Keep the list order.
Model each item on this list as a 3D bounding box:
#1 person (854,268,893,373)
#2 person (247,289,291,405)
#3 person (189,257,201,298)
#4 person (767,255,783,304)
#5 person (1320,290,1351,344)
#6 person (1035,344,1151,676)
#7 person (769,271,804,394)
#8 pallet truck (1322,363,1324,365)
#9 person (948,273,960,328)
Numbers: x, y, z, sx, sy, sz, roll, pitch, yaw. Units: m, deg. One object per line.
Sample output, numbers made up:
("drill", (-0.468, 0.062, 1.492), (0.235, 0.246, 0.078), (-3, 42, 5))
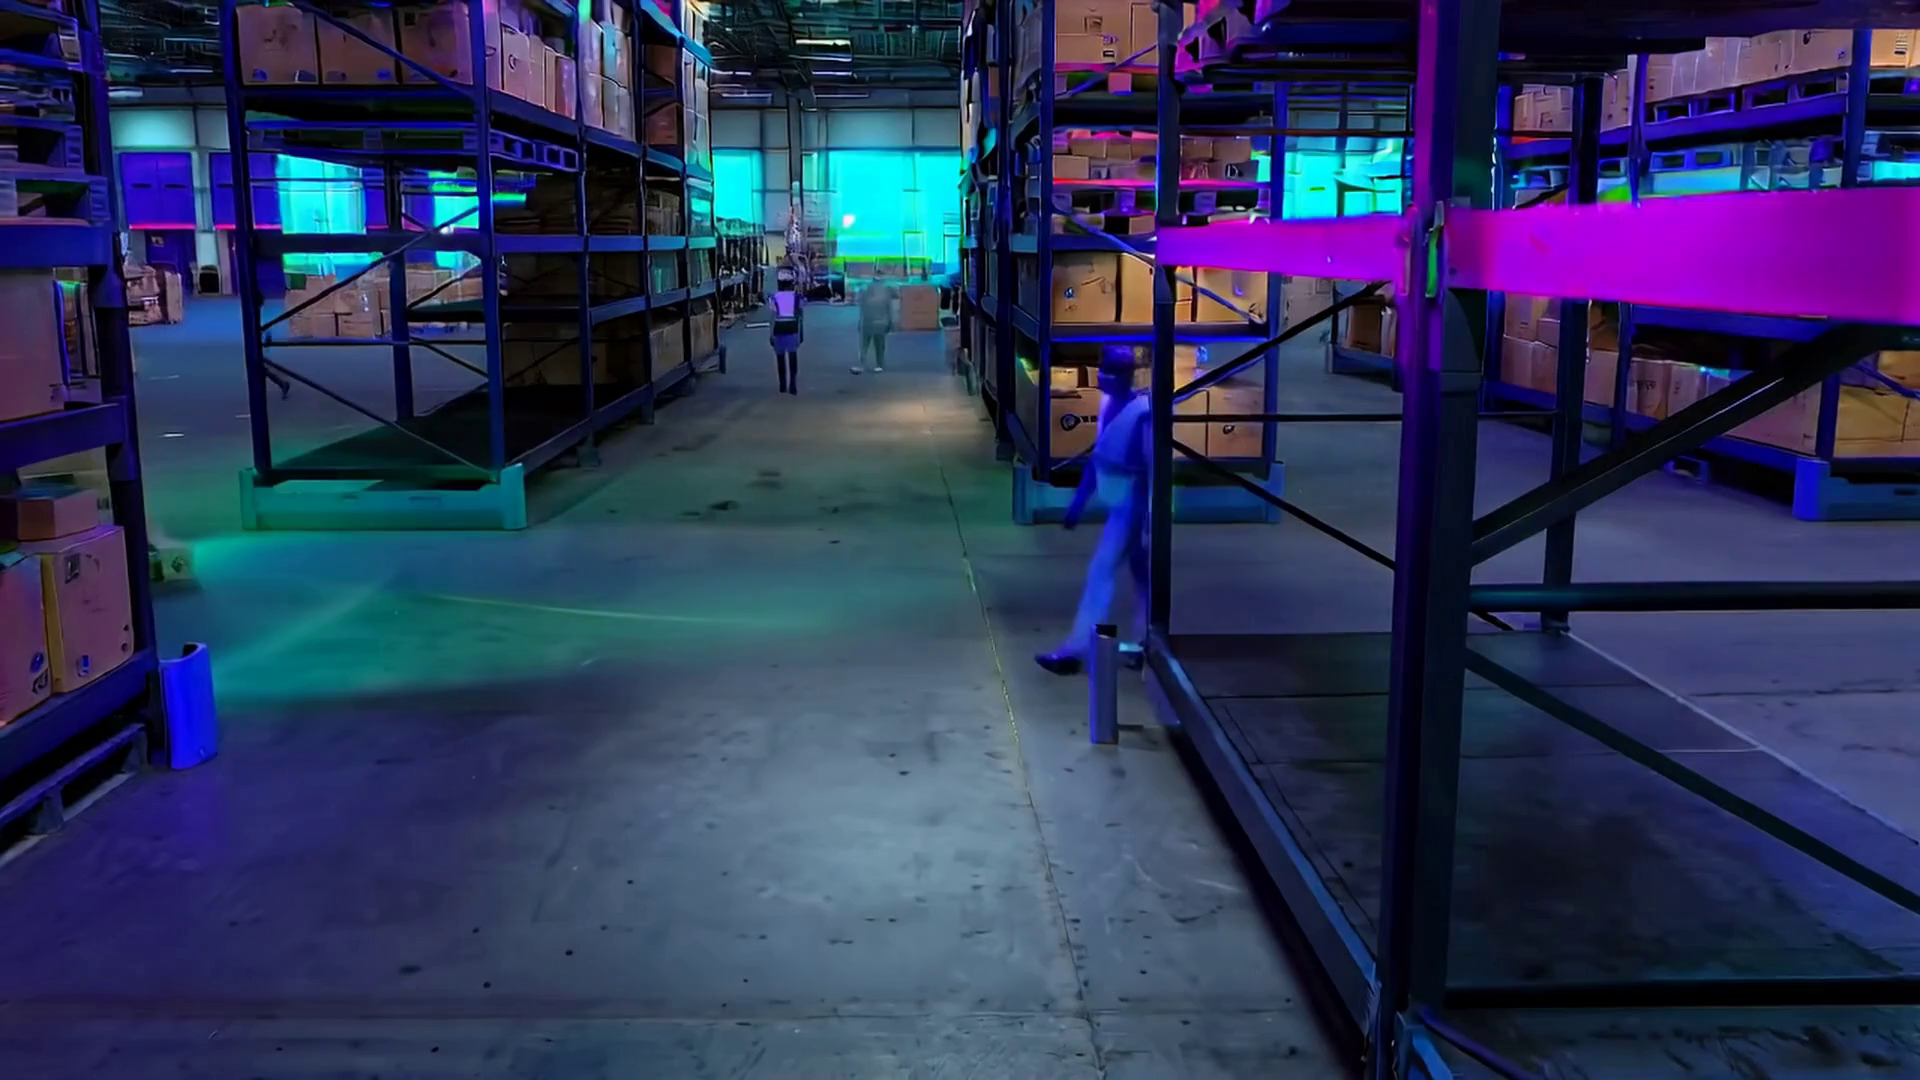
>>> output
("person", (-1.574, -3.896, 29.658), (0.684, 1.862, 0.877), (5, 11, 24))
("person", (-10.075, -2.812, 24.119), (0.639, 1.680, 0.542), (-10, 14, -44))
("person", (-32.127, -11.019, 69.826), (0.530, 1.689, 0.322), (2, 10, 12))
("person", (-6.836, -9.611, 61.563), (0.956, 1.834, 0.596), (-2, 10, -13))
("person", (8.493, -5.236, 37.089), (0.770, 1.891, 0.622), (1, 10, 7))
("person", (0.770, -0.153, 8.996), (0.894, 1.795, 0.611), (-2, 10, -10))
("person", (-2.684, -3.216, 25.807), (0.543, 1.900, 0.974), (-2, 10, -10))
("pallet truck", (7.712, -4.157, 30.737), (1.885, 1.965, 0.823), (3, 11, 16))
("person", (-0.084, -4.688, 34.533), (0.317, 1.695, 0.540), (-1, 10, -3))
